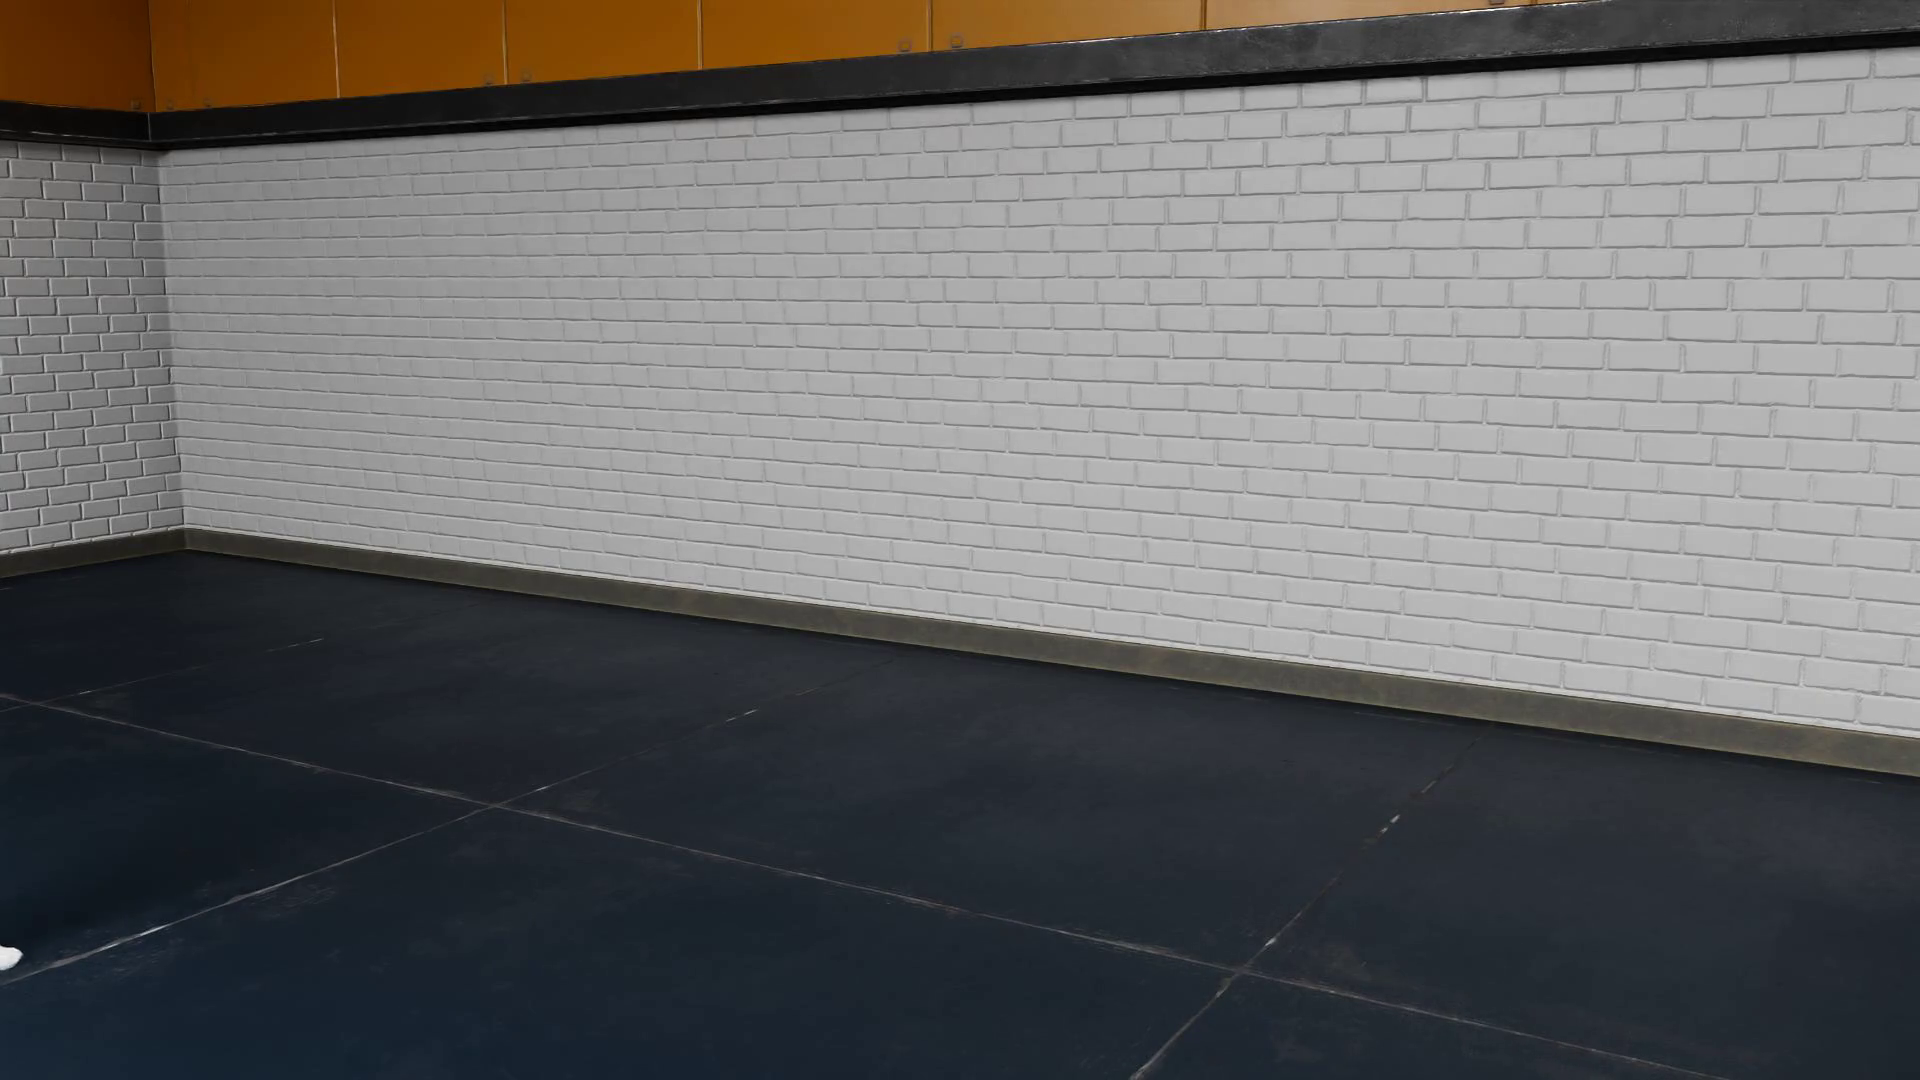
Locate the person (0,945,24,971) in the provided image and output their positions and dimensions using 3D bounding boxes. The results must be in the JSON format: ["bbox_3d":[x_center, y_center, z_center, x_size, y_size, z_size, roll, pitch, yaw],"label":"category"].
[{"bbox_3d":[-3.044,0.343,4.742,0.537,1.855,0.552,-1,9,-6],"label":"person"}]
